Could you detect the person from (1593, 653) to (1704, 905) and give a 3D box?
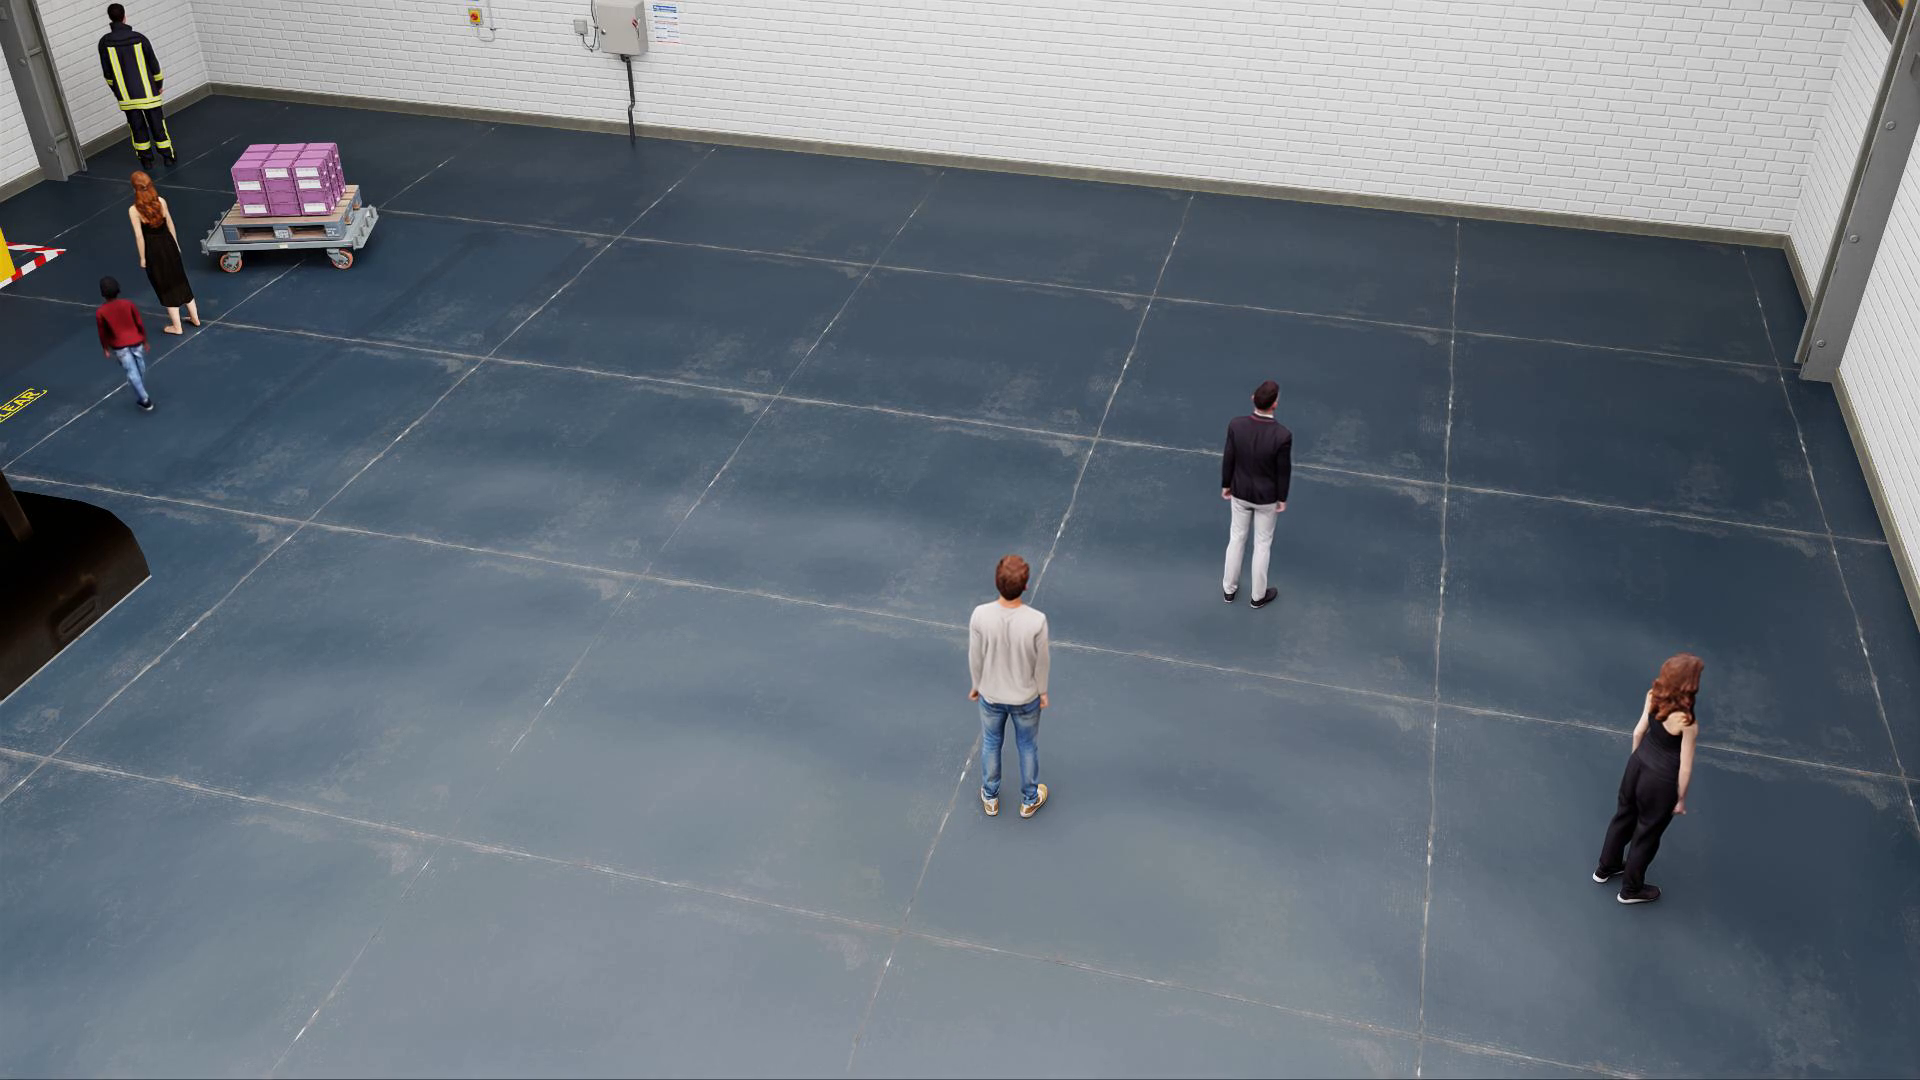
[{"bbox_3d":[4.018,1.374,9.669,0.727,1.747,0.639,-12,35,-18],"label":"person"}]

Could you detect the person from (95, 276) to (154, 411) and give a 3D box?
[{"bbox_3d":[-7.399,-1.734,14.808,0.800,1.234,0.822,28,43,35],"label":"person"}]

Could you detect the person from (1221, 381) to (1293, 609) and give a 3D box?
[{"bbox_3d":[2.149,-0.330,12.149,0.713,1.841,0.654,18,38,25],"label":"person"}]

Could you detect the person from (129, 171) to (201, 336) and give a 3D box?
[{"bbox_3d":[-7.695,-2.766,16.009,0.702,1.624,0.587,19,38,26],"label":"person"}]

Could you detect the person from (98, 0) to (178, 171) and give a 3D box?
[{"bbox_3d":[-9.735,-5.363,19.644,0.893,1.926,0.908,-12,35,-18],"label":"person"}]

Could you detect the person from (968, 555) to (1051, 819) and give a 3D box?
[{"bbox_3d":[0.305,0.924,10.204,0.659,1.904,0.589,6,34,9],"label":"person"}]
